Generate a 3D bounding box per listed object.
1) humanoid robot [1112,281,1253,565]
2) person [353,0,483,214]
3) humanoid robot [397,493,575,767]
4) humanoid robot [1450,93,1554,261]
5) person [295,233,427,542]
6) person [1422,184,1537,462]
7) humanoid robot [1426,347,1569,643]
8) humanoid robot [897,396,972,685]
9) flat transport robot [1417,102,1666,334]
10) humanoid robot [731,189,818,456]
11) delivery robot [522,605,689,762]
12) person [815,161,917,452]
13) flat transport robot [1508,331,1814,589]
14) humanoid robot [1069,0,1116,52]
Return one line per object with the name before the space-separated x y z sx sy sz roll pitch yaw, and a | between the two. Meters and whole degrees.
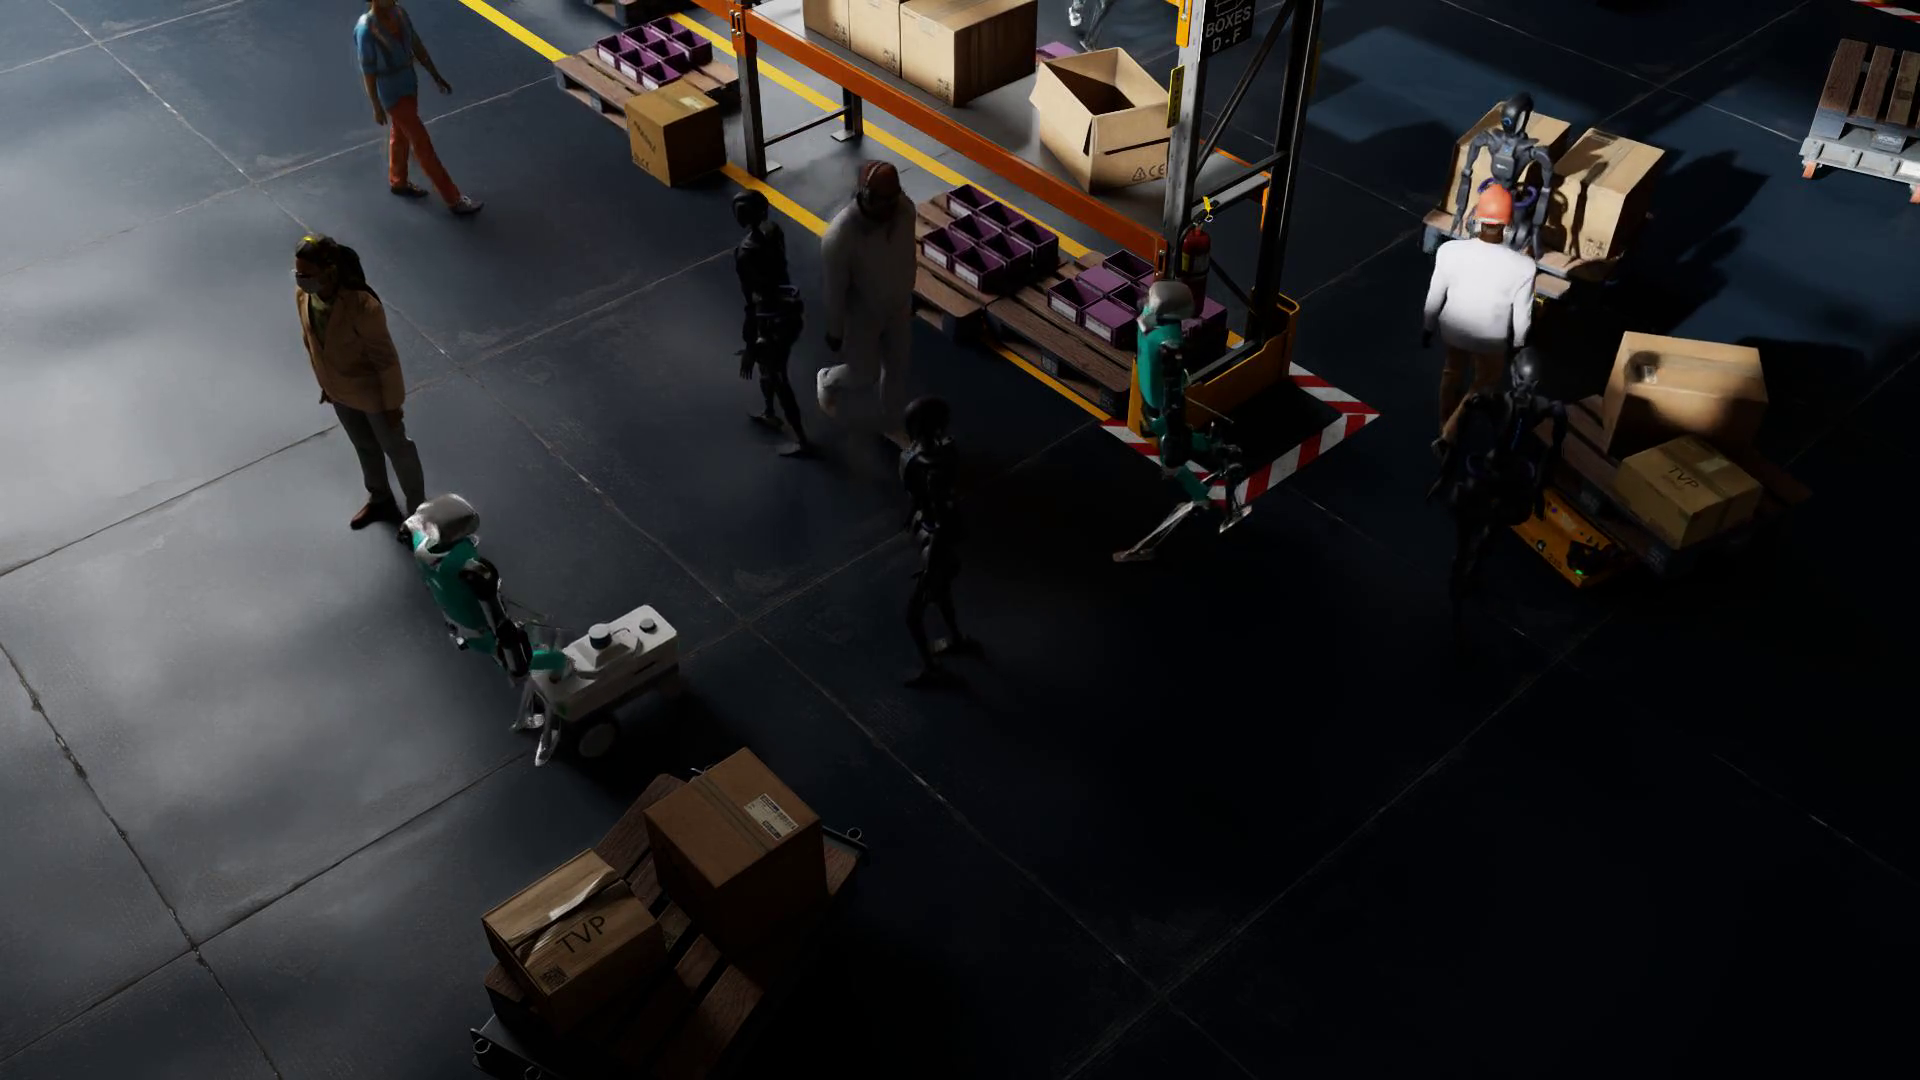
humanoid robot | 1.316 -0.602 8.688 0.971 1.773 0.533 -8 43 -9
person | -3.726 -3.043 11.327 0.895 1.727 0.515 10 44 11
humanoid robot | -2.024 0.391 7.596 0.566 1.790 0.757 28 49 27
humanoid robot | 3.385 -2.027 10.270 0.610 1.638 0.576 26 49 25
person | -3.156 -0.807 8.788 0.555 1.877 0.401 19 46 19
person | 2.873 -1.176 9.296 0.587 1.720 0.613 26 49 25
humanoid robot | 2.677 -0.224 8.339 0.585 1.656 0.729 5 43 6
humanoid robot | -0.162 -0.029 8.091 0.489 1.644 0.585 -10 43 -10
flat transport robot | 3.804 -1.880 11.140 0.659 0.231 1.431 27 49 26
humanoid robot | -1.080 -1.204 9.369 0.535 1.639 0.614 12 44 13
delivery robot | -1.737 0.652 8.162 0.769 0.577 0.499 -31 51 -29
person | -0.519 -1.329 9.346 0.651 1.880 0.643 -33 52 -31
flat transport robot | 3.812 -0.201 9.314 1.431 0.231 0.659 -19 46 -19
humanoid robot | 1.046 -4.690 13.118 0.562 1.729 0.956 -5 43 -6
